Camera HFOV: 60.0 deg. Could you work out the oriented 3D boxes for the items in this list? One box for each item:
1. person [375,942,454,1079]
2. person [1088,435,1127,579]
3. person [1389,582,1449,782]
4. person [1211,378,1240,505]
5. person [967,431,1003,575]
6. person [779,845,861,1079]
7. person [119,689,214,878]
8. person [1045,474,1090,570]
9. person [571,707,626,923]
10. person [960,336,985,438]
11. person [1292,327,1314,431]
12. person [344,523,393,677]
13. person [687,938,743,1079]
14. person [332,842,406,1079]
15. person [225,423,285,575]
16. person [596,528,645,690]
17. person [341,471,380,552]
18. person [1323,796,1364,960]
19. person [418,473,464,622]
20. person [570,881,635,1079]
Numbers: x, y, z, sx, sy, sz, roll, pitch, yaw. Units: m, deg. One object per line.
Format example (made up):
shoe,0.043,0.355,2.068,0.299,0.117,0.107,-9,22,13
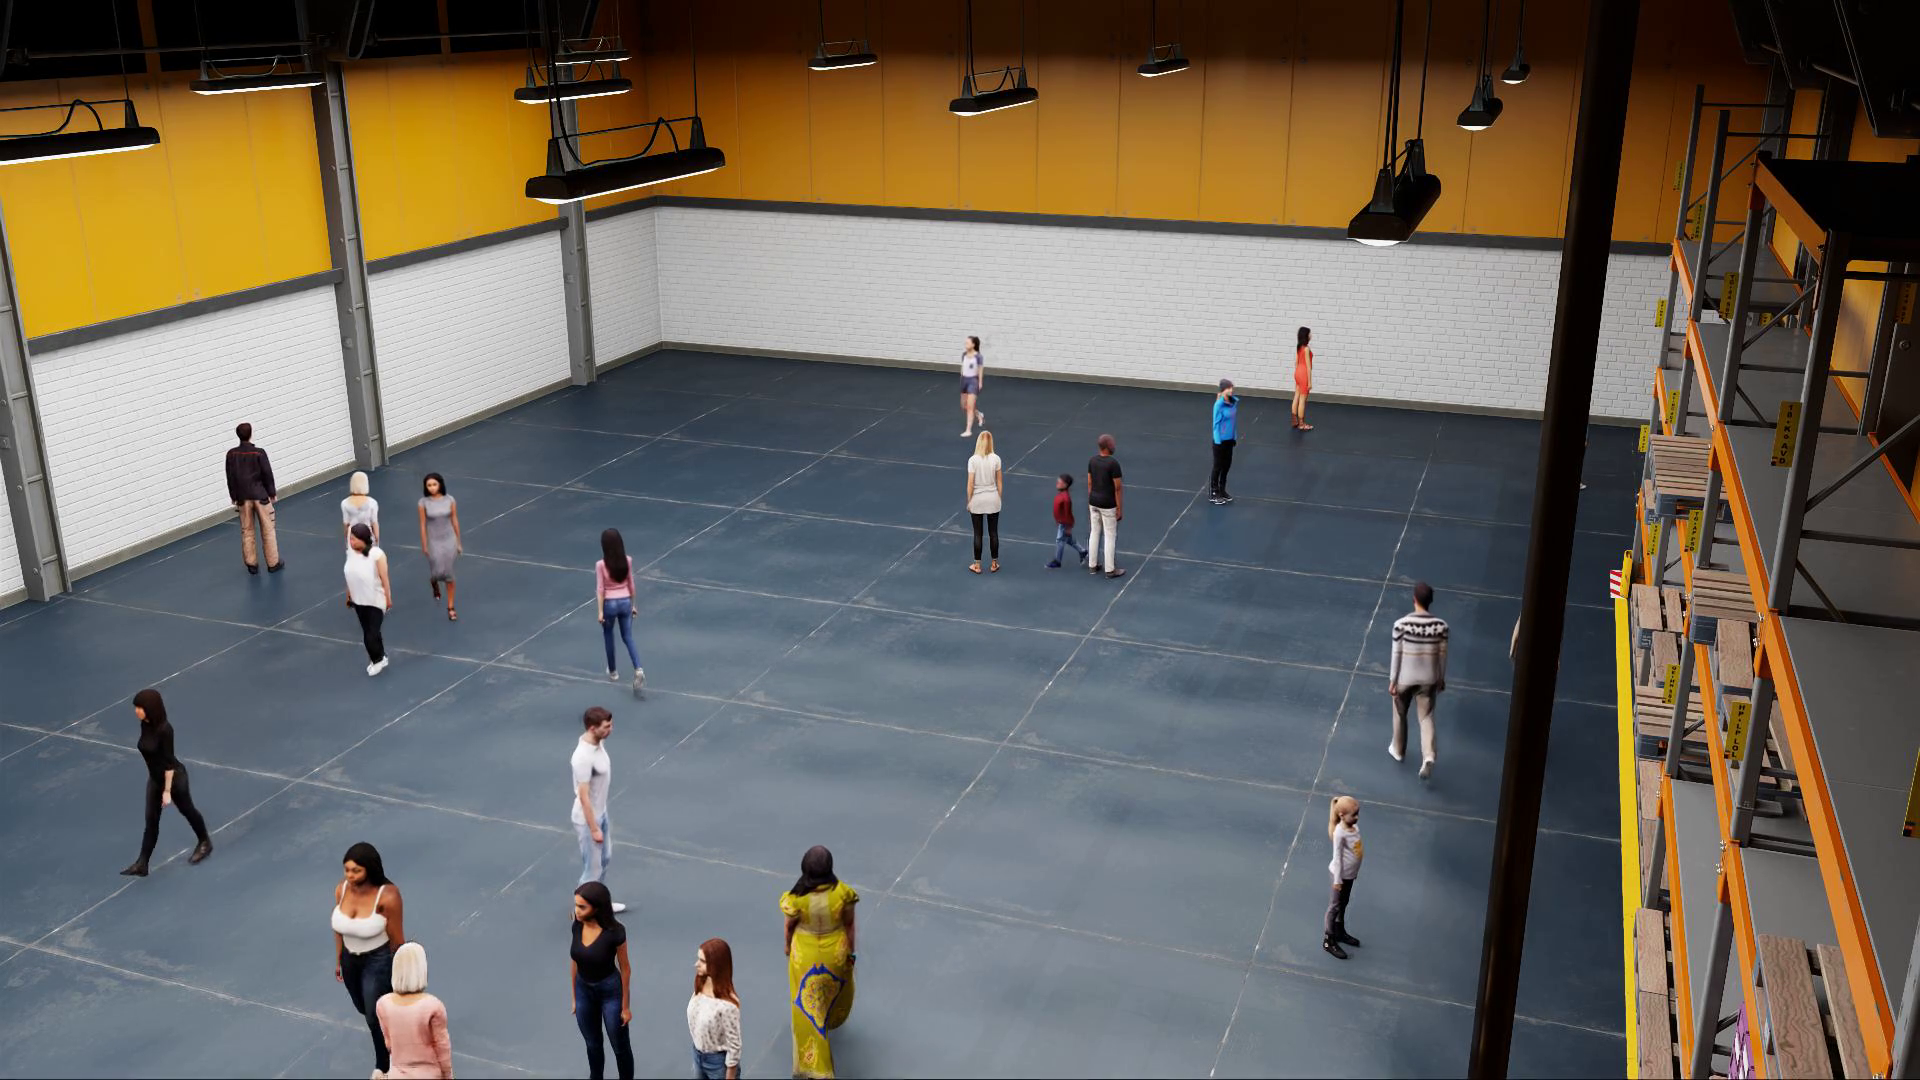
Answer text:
person,-3.267,3.272,9.917,0.840,1.668,1.238,2,19,5
person,1.787,-0.429,20.693,0.747,1.803,0.742,16,25,40
person,4.257,1.326,15.440,0.915,1.830,1.162,0,19,1
person,3.732,-1.420,23.644,0.669,1.799,0.776,-16,24,-39
person,0.317,-0.475,20.795,0.679,1.827,0.691,-4,19,-11
person,-0.928,2.879,11.177,1.243,1.608,1.377,-6,20,-18
person,-6.525,1.976,13.853,0.685,1.611,1.063,9,21,25
person,1.393,-0.230,20.993,0.764,1.235,0.830,-1,19,-4
person,-2.884,2.164,12.938,0.834,1.840,0.694,0,19,-1
person,0.229,-2.526,27.187,0.813,1.633,0.983,17,25,40
person,5.671,-2.684,27.529,0.731,1.714,0.647,-6,19,-16
person,-6.283,0.610,17.815,0.710,1.672,0.699,12,22,31
person,-1.468,3.180,10.095,0.672,1.728,0.653,-14,23,-35
person,-3.886,2.793,11.156,0.649,1.784,1.067,7,20,20
person,-8.837,-0.524,20.784,0.804,1.925,0.800,-3,19,-9
person,-3.547,0.738,17.361,1.052,1.719,1.055,-11,21,-29
person,-6.938,0.086,19.300,0.947,1.717,1.083,-5,19,-14
person,2.919,2.538,12.704,0.603,1.279,0.509,13,23,34
person,-6.037,0.054,19.317,0.847,1.768,0.900,-9,21,-26
person,-2.304,2.960,10.734,0.556,1.737,0.522,6,20,18
